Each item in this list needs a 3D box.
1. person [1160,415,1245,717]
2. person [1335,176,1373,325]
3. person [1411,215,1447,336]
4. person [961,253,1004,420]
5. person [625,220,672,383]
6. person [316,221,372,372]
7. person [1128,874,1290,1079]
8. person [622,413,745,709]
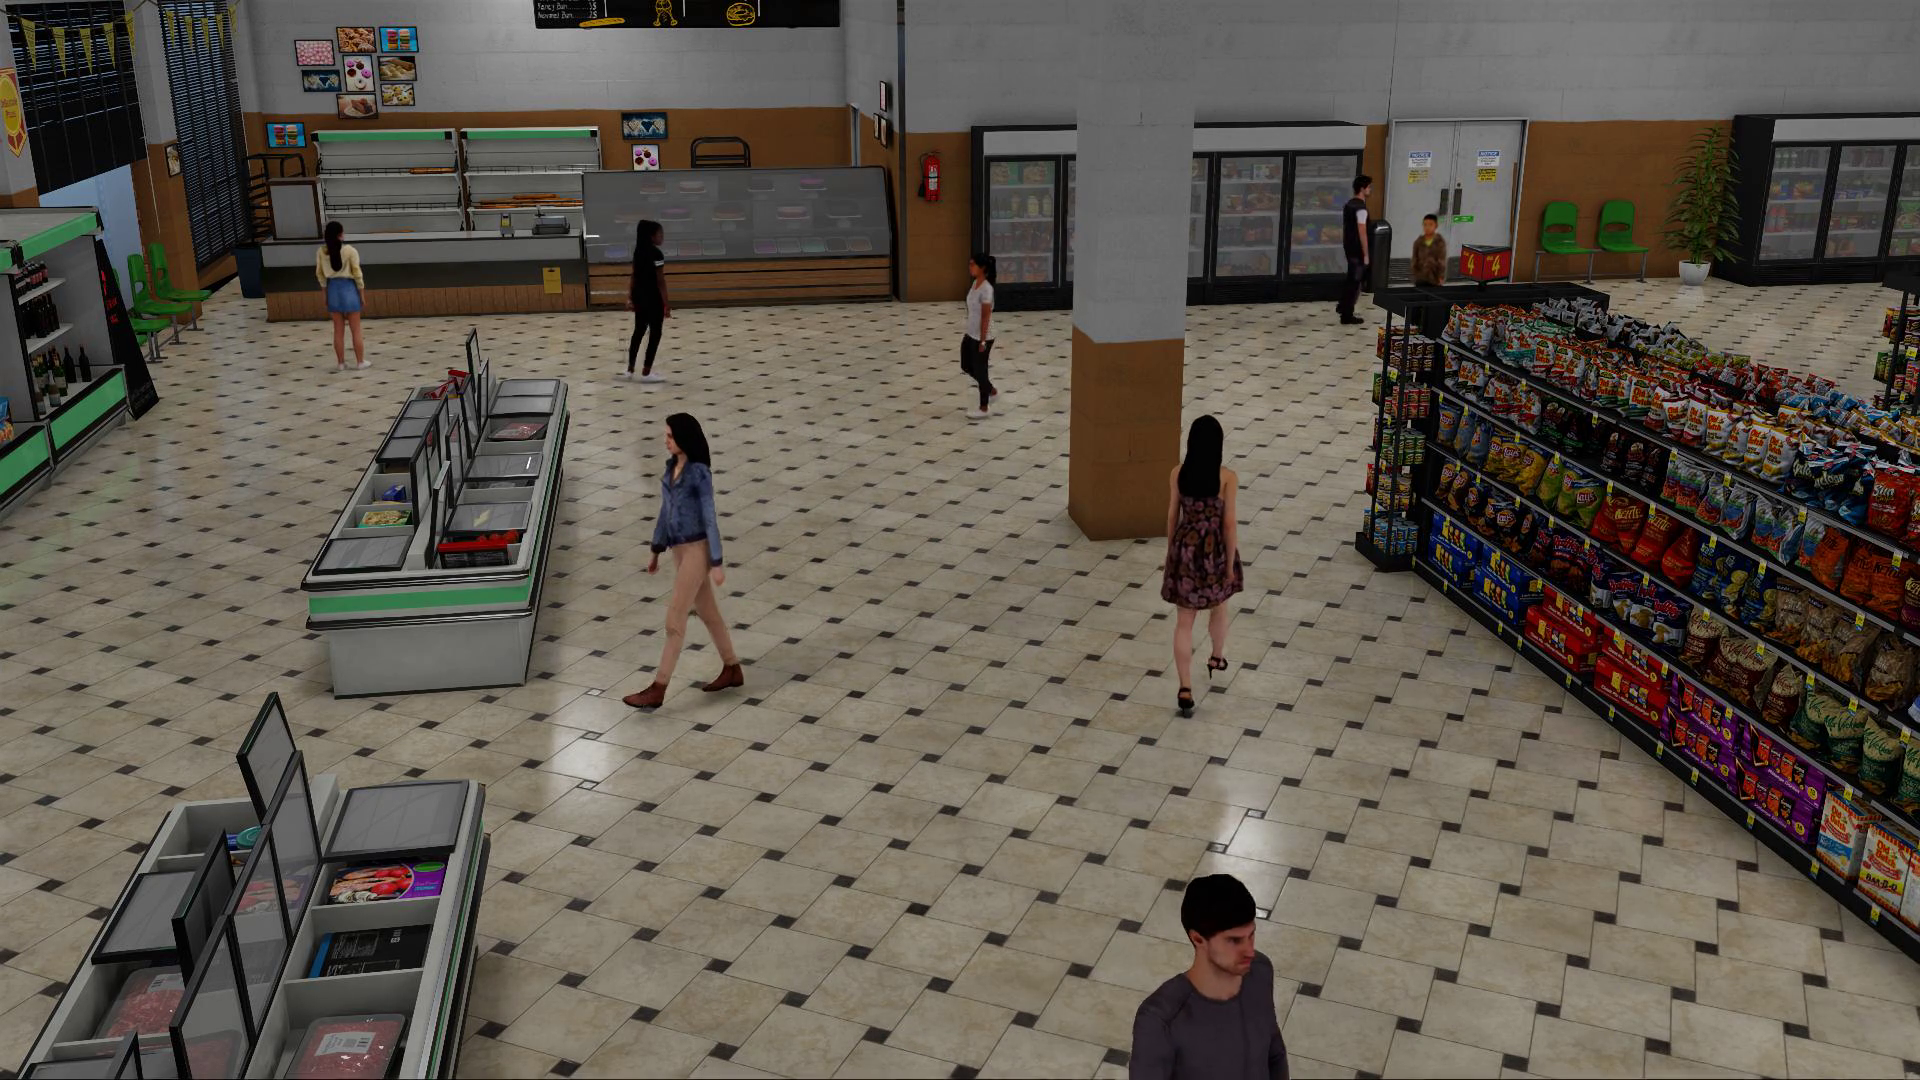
[{"bbox_3d":[1.372,0.178,9.627,0.924,1.746,1.091,7,20,19],"label":"person"},{"bbox_3d":[4.822,-3.572,20.615,0.744,1.832,0.582,-2,19,-7],"label":"person"},{"bbox_3d":[5.679,-3.209,20.154,0.776,1.438,0.917,6,20,17],"label":"person"},{"bbox_3d":[0.275,-1.990,16.231,0.669,1.635,0.600,-5,19,-14],"label":"person"},{"bbox_3d":[-3.368,-2.529,17.703,0.826,1.715,0.928,10,21,27],"label":"person"},{"bbox_3d":[-6.792,-2.684,18.296,0.667,1.630,0.571,-1,19,-3],"label":"person"},{"bbox_3d":[0.666,1.765,4.827,1.105,1.806,1.271,-18,25,-42],"label":"person"},{"bbox_3d":[-1.495,0.109,9.838,0.930,1.742,1.066,-12,22,-31],"label":"person"}]
